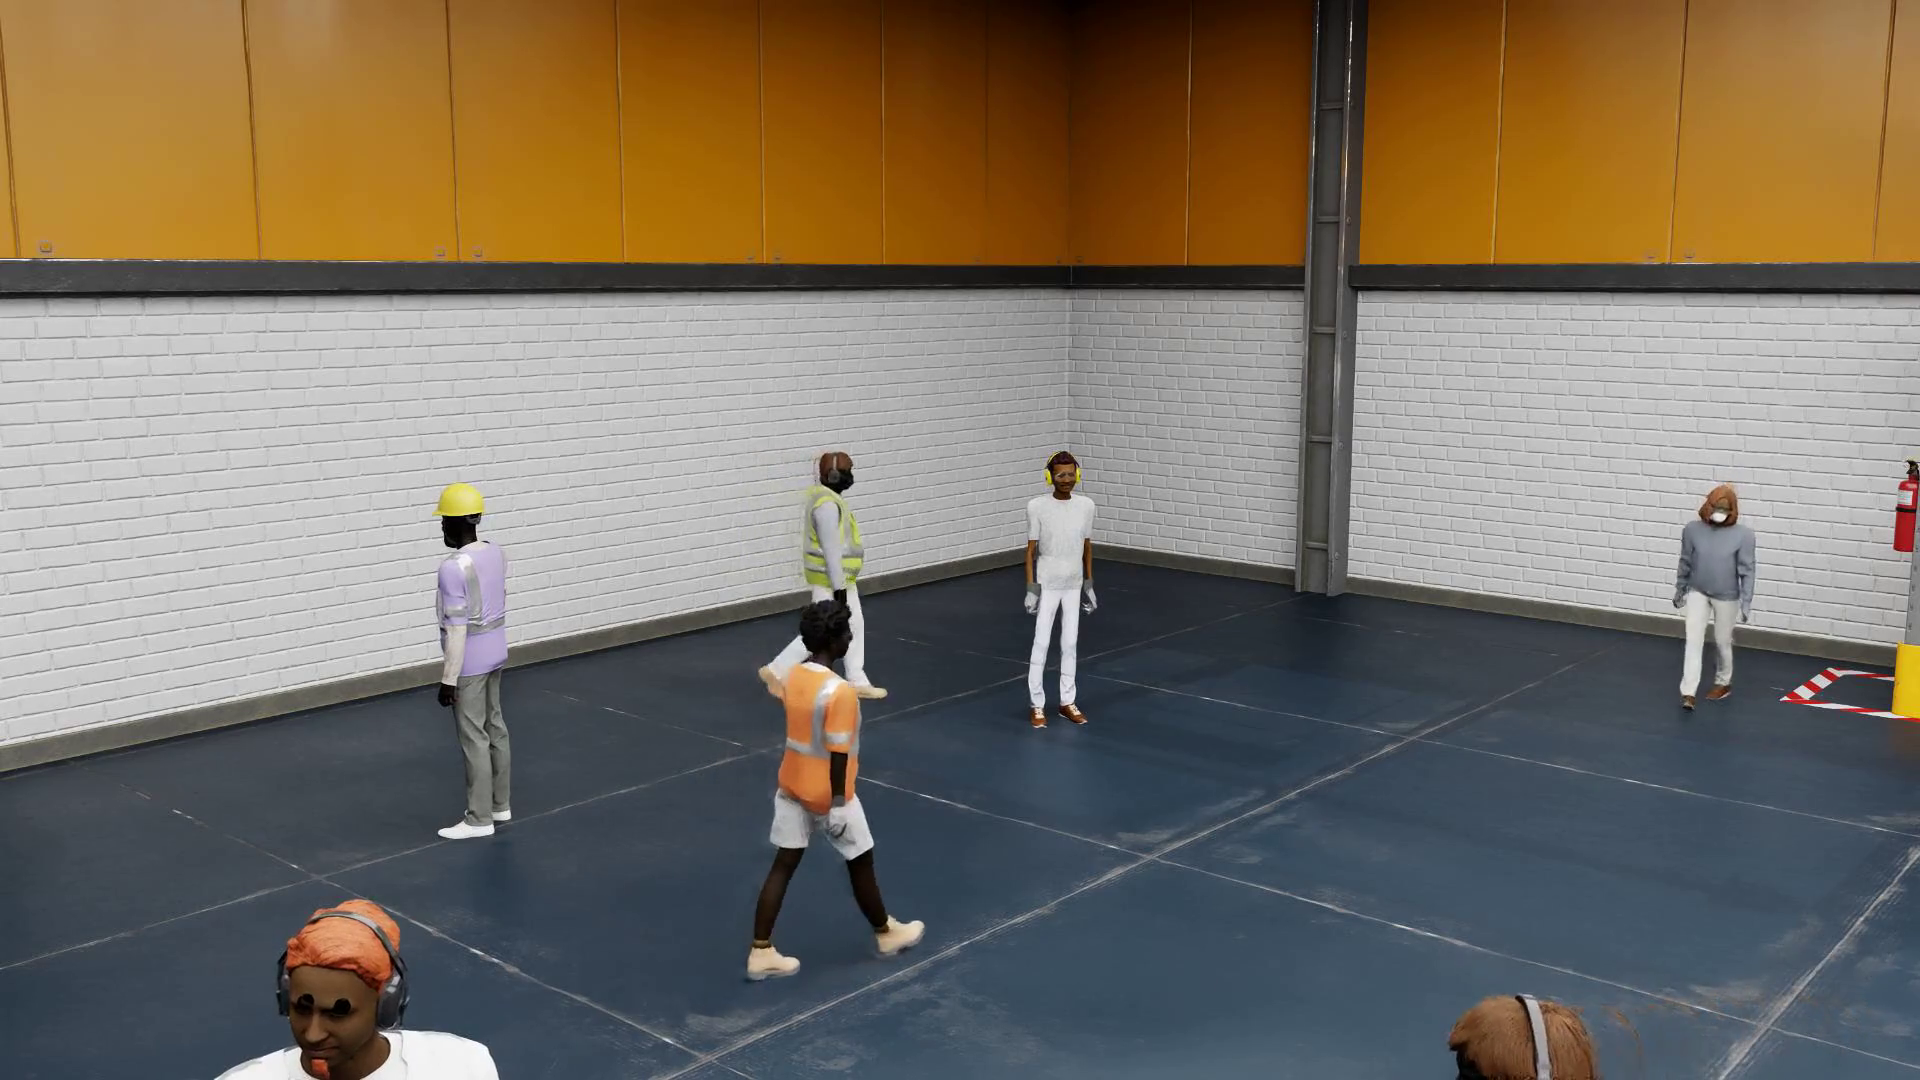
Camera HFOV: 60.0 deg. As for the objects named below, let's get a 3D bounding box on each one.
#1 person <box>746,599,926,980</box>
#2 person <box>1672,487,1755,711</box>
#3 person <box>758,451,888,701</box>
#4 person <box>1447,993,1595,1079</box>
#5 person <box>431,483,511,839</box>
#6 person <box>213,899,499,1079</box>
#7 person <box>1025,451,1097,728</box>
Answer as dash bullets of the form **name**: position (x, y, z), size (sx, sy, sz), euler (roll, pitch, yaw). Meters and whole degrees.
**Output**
- **person**: position (-0.577, 1.068, 7.223), size (0.865, 1.646, 0.549), euler (-7, 11, -36)
- **person**: position (5.257, 0.400, 11.636), size (0.559, 1.573, 0.859), euler (7, 12, 38)
- **person**: position (-0.984, 0.271, 11.776), size (0.842, 1.810, 0.629), euler (0, 9, 2)
- **person**: position (1.011, 1.676, 2.978), size (0.950, 1.798, 0.641), euler (0, 9, 0)
- **person**: position (-2.646, 0.651, 8.986), size (0.366, 1.927, 0.591), euler (2, 9, 10)
- **person**: position (-1.150, 1.595, 3.196), size (0.576, 1.883, 0.362), euler (-4, 10, -26)
- **person**: position (0.685, 0.325, 11.209), size (0.514, 1.872, 0.332), euler (-3, 10, -18)
